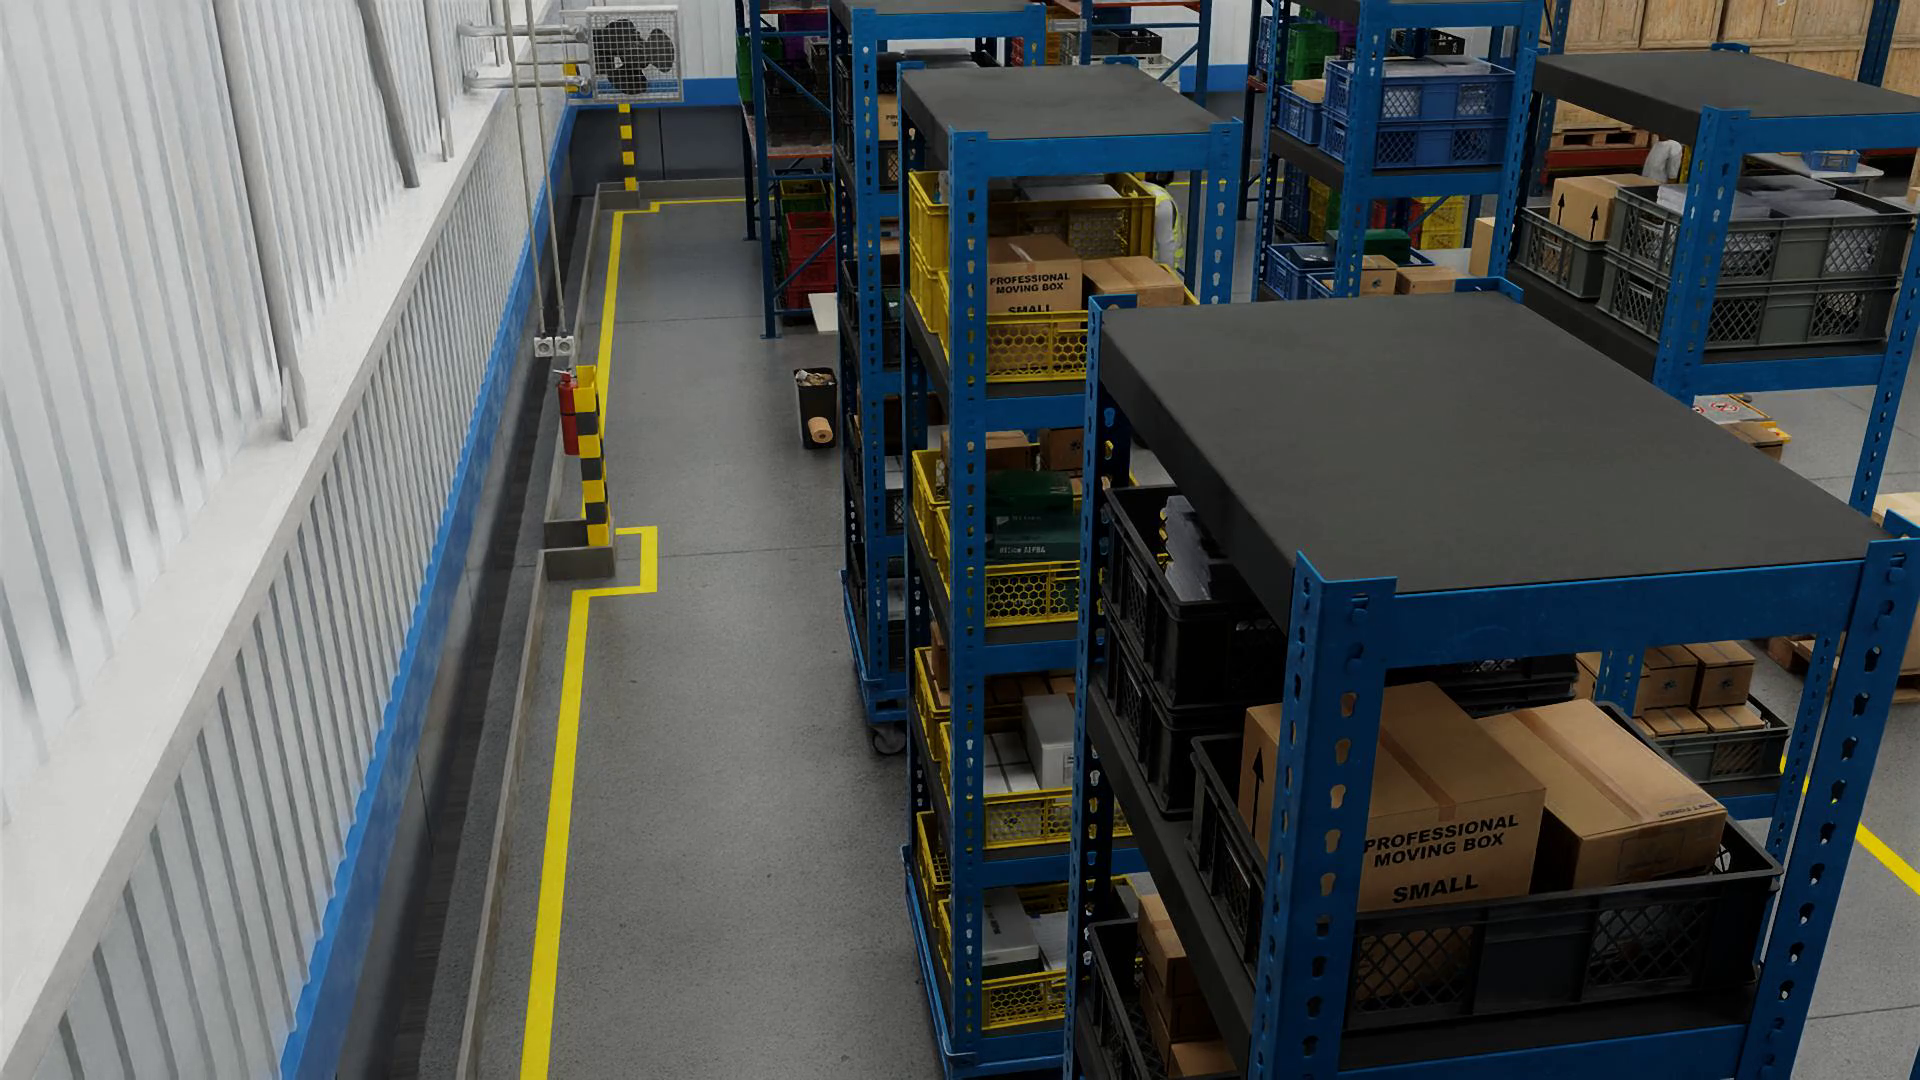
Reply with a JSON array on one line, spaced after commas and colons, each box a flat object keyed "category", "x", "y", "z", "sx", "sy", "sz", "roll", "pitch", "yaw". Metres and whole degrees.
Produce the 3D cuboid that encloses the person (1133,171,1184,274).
[{"category": "person", "x": 1.524, "y": -2.125, "z": 13.019, "sx": 0.429, "sy": 1.846, "sz": 0.626, "roll": -9, "pitch": 26, "yaw": -18}]
